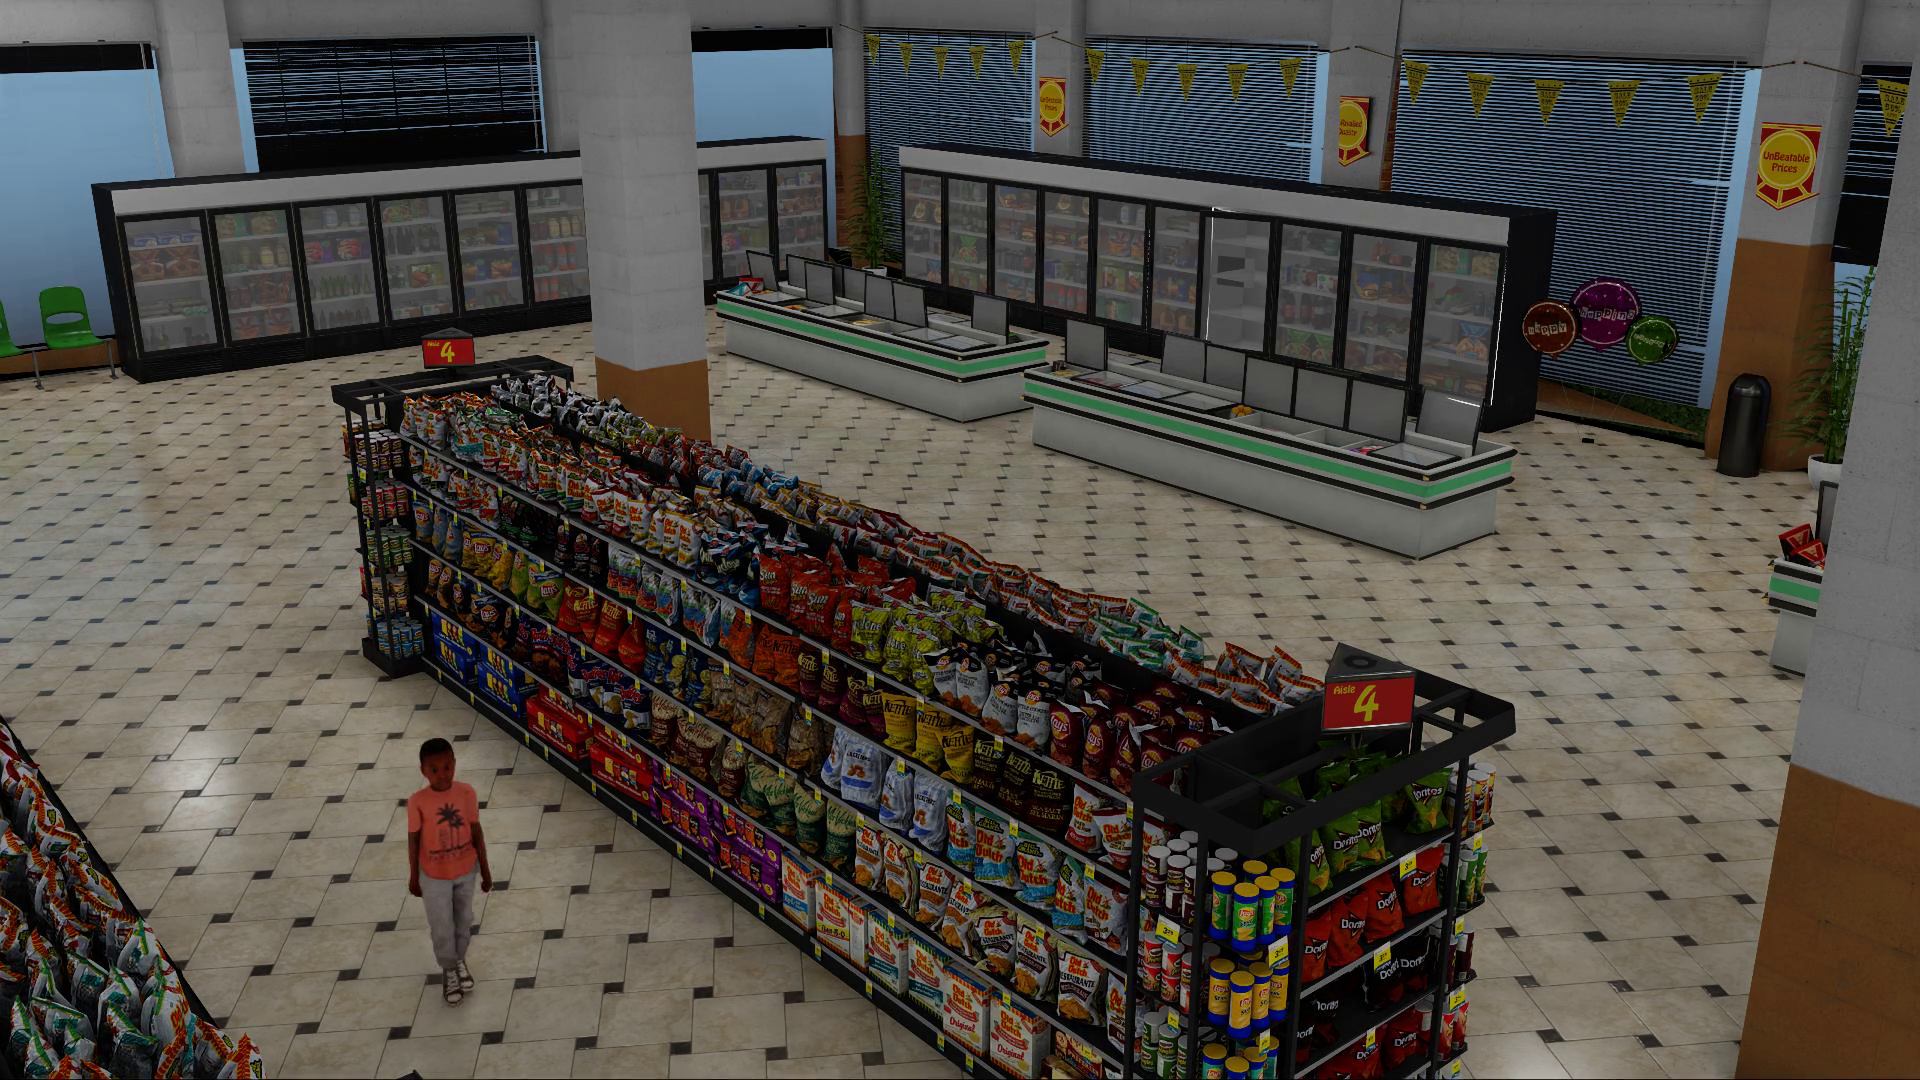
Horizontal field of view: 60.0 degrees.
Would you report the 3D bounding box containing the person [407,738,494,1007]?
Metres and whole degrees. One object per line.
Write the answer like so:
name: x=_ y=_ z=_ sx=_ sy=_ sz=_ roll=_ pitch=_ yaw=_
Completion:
person: x=-2.452 y=1.527 z=7.914 sx=0.550 sy=1.301 sz=0.577 roll=-10 pitch=21 yaw=-28
